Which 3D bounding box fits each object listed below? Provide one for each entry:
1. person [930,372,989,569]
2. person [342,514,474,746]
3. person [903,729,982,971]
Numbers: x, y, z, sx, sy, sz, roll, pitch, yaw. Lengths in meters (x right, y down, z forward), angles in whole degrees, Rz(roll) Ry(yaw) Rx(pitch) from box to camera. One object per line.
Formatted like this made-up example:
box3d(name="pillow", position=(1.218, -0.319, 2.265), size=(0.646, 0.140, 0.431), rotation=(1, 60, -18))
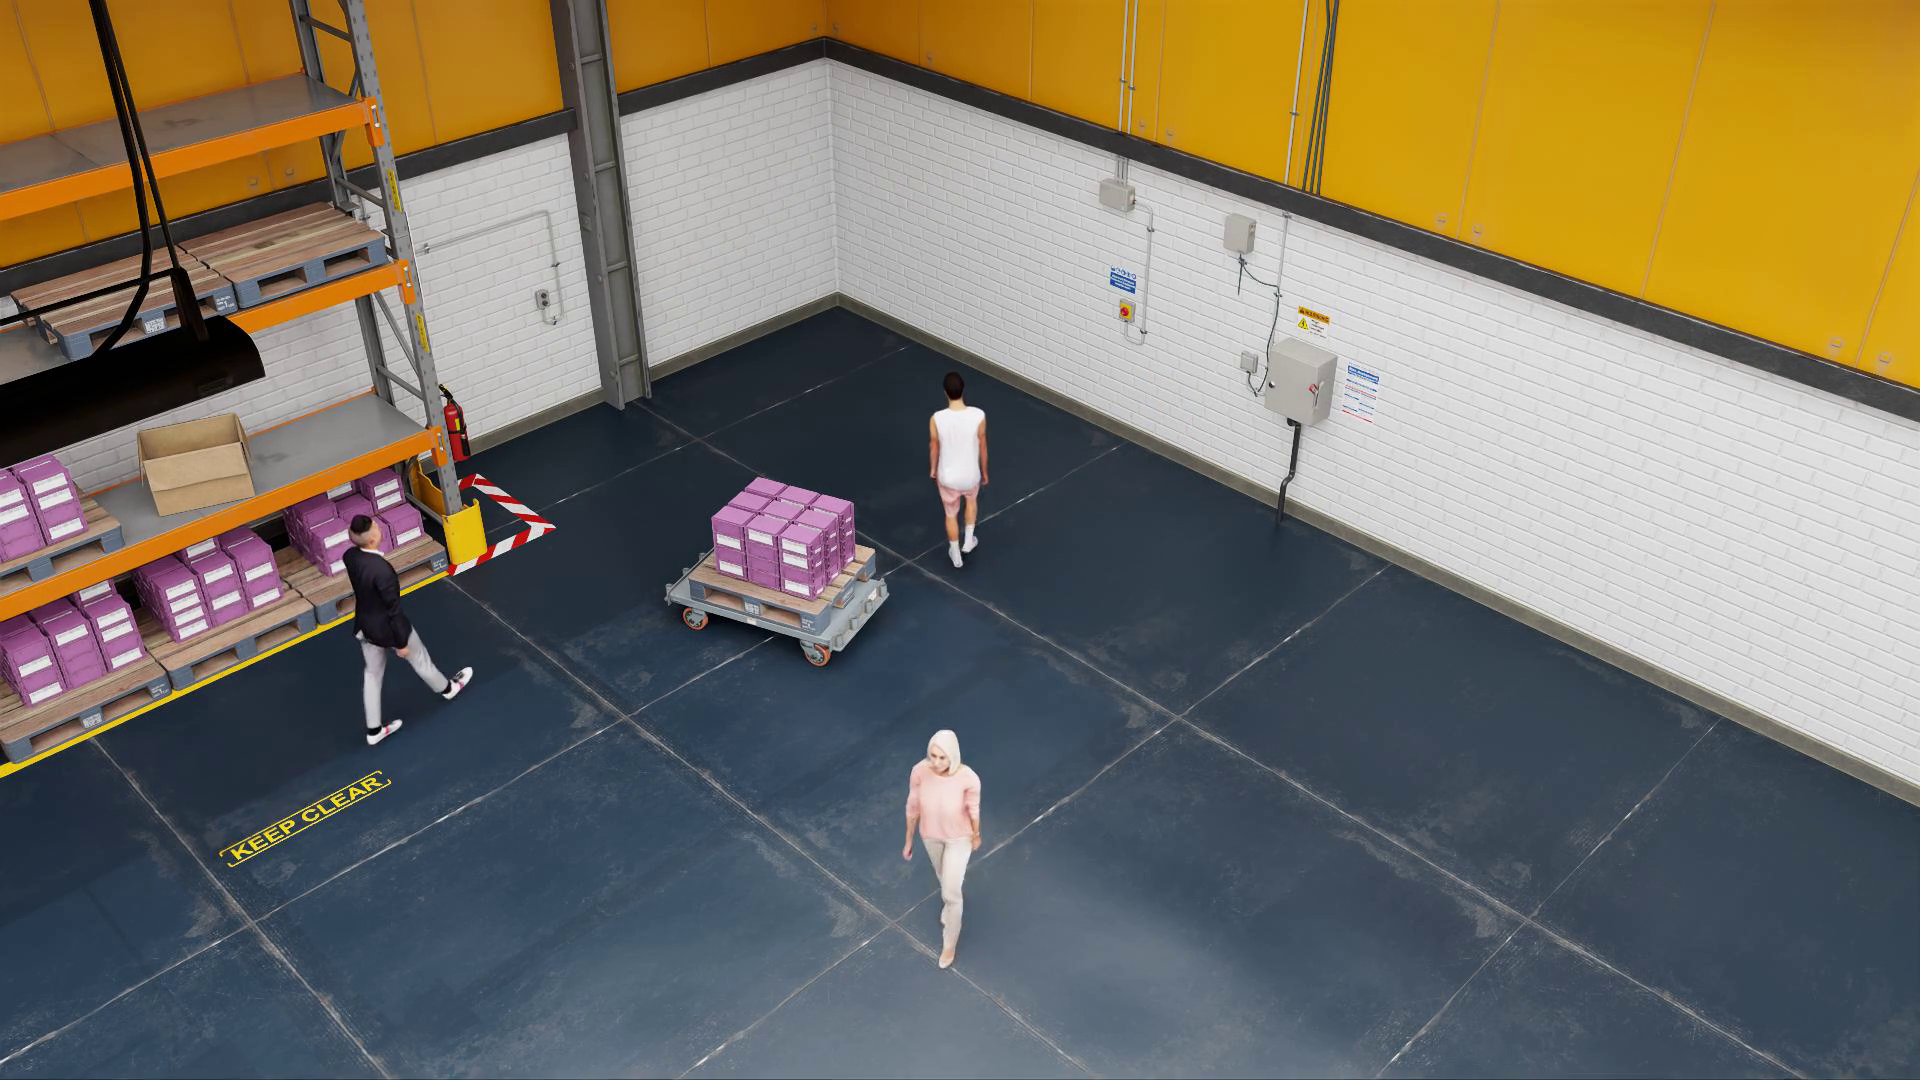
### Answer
box3d(name="person", position=(-0.013, -0.531, 14.026), size=(0.794, 1.767, 0.859), rotation=(-2, 34, -3))
box3d(name="person", position=(-4.277, 0.667, 12.097), size=(0.862, 1.907, 1.220), rotation=(21, 39, 28))
box3d(name="person", position=(-0.061, 1.811, 10.565), size=(0.834, 1.699, 0.997), rotation=(12, 36, 18))
